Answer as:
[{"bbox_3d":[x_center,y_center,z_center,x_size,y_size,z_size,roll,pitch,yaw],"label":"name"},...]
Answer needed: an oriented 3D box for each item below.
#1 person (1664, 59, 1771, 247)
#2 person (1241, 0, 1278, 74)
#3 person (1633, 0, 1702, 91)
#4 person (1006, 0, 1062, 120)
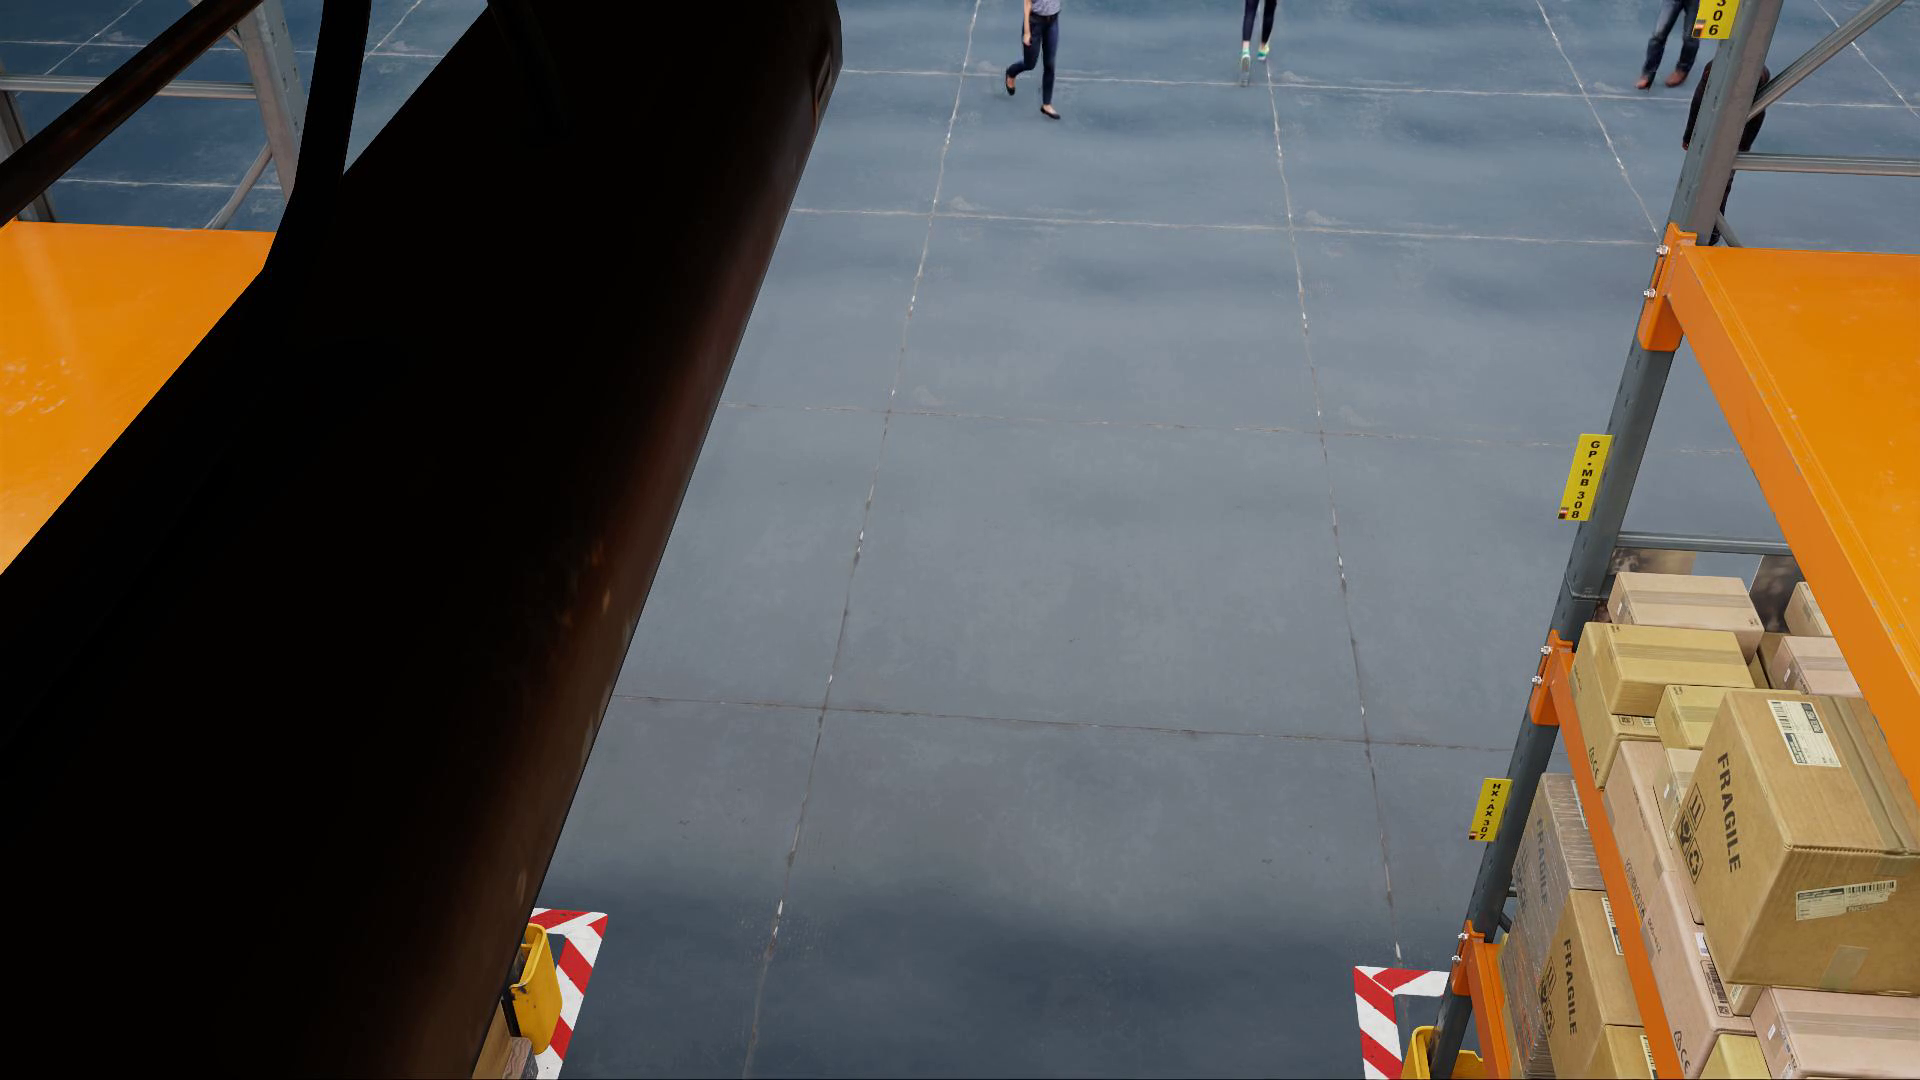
[{"bbox_3d":[5.970,-3.173,13.075,0.770,1.821,0.724,15,41,19],"label":"person"},{"bbox_3d":[2.900,-5.330,15.948,0.749,1.680,1.138,10,39,12],"label":"person"},{"bbox_3d":[6.845,-5.133,15.554,1.211,1.854,1.134,-25,44,-28],"label":"person"},{"bbox_3d":[0.679,-4.730,15.159,0.931,1.706,1.024,-24,44,-28],"label":"person"}]
